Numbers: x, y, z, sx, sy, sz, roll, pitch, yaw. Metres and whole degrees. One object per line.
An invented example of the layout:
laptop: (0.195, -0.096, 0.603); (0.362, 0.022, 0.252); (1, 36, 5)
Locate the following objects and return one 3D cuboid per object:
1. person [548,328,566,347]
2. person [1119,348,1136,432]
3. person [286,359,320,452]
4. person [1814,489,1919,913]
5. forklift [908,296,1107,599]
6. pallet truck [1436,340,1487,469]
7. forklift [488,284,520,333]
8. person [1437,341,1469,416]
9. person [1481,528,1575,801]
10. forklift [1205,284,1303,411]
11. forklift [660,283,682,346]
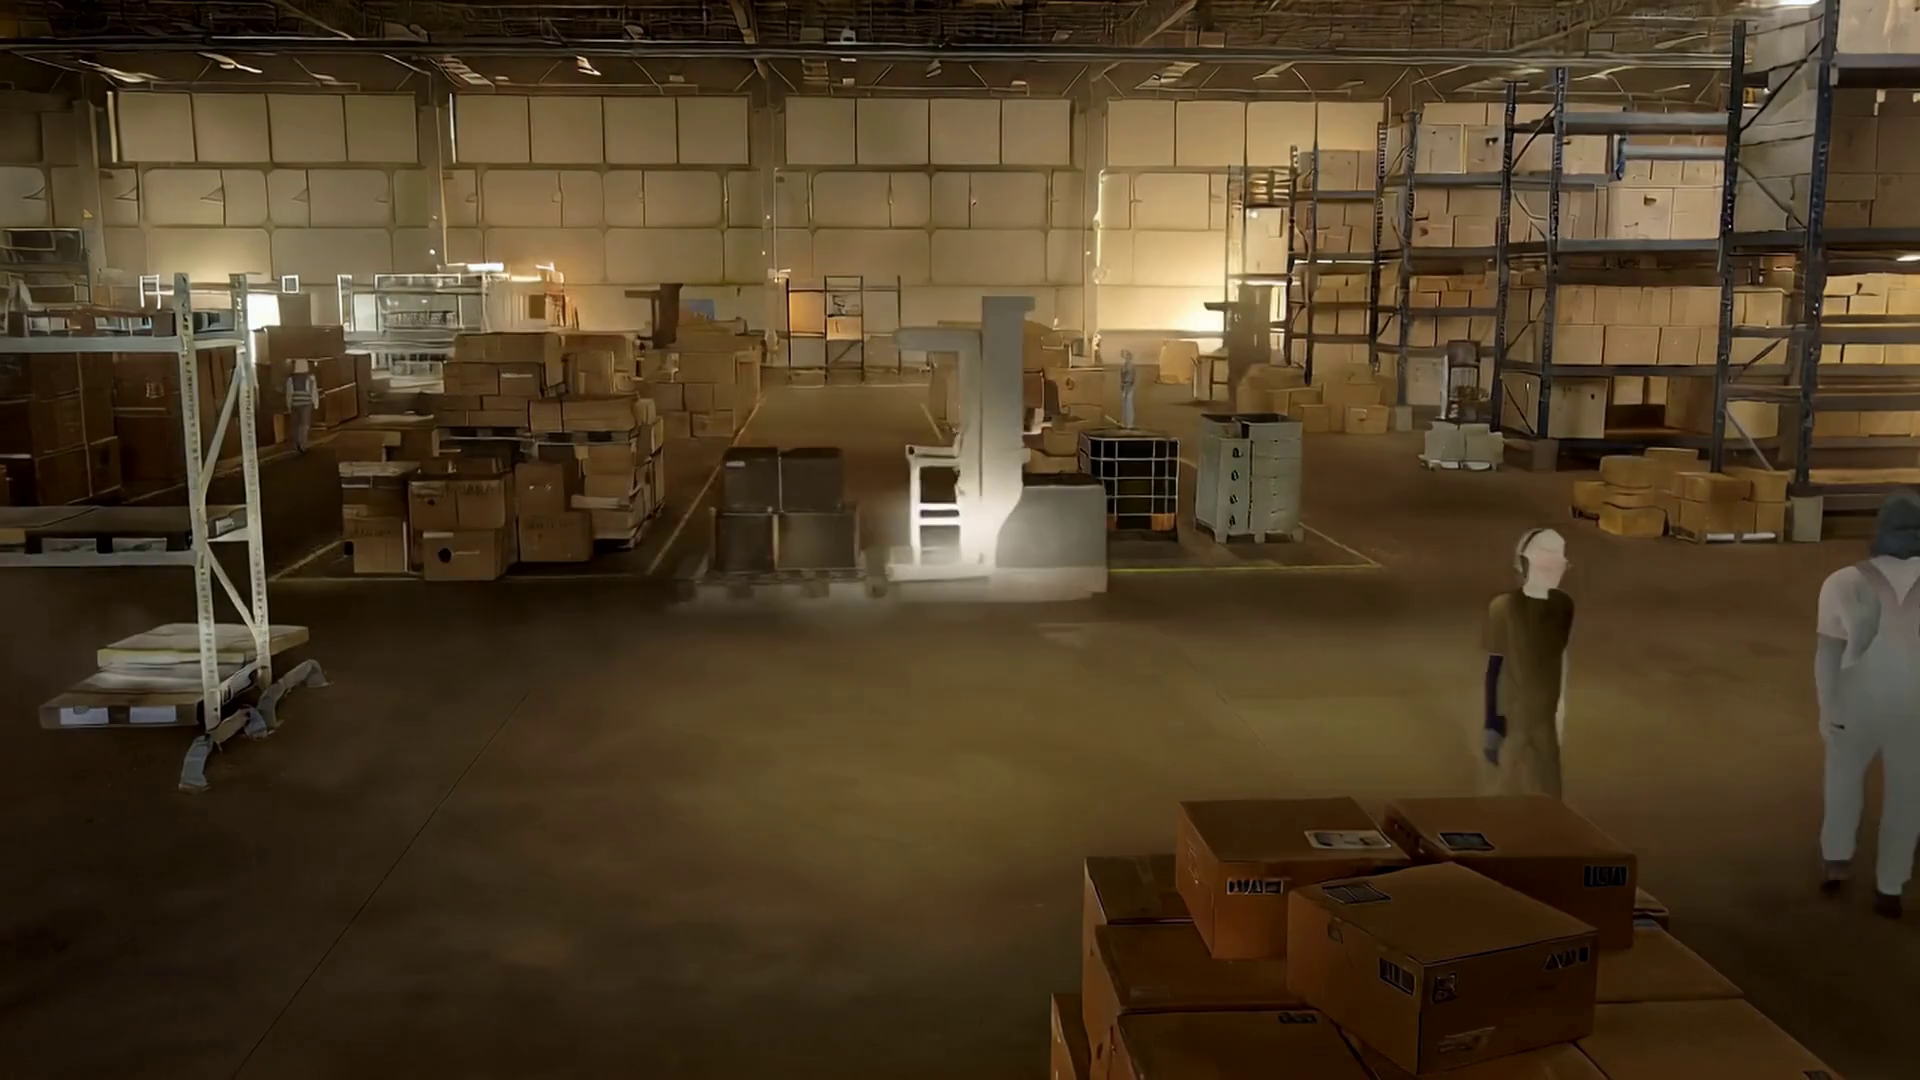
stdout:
person: (-8.439, -3.441, 34.585); (0.628, 1.940, 0.377); (1, 9, 8)
person: (3.213, -2.849, 31.816); (0.311, 1.634, 0.525); (0, 9, -2)
person: (-11.285, -2.307, 28.555); (0.511, 1.595, 0.885); (0, 9, 1)
person: (4.449, 0.751, 7.943); (0.690, 2.000, 0.537); (4, 10, 26)
forklift: (0.417, -0.911, 15.750); (1.873, 2.768, 1.129); (-1, 9, -4)
pallet truck: (8.004, -2.170, 26.422); (0.823, 1.965, 1.885); (2, 9, 14)
forklift: (-10.069, -4.272, 36.855); (1.873, 2.768, 1.129); (-7, 11, -37)
person: (9.132, -2.790, 30.881); (0.643, 1.828, 0.432); (-3, 9, -18)
person: (2.665, 0.845, 7.946); (0.527, 1.857, 0.533); (-3, 10, -20)
forklift: (6.483, -4.196, 36.375); (1.873, 2.768, 1.129); (7, 11, 36)
forklift: (-7.225, -5.025, 41.586); (1.873, 2.768, 1.129); (-3, 10, -20)
